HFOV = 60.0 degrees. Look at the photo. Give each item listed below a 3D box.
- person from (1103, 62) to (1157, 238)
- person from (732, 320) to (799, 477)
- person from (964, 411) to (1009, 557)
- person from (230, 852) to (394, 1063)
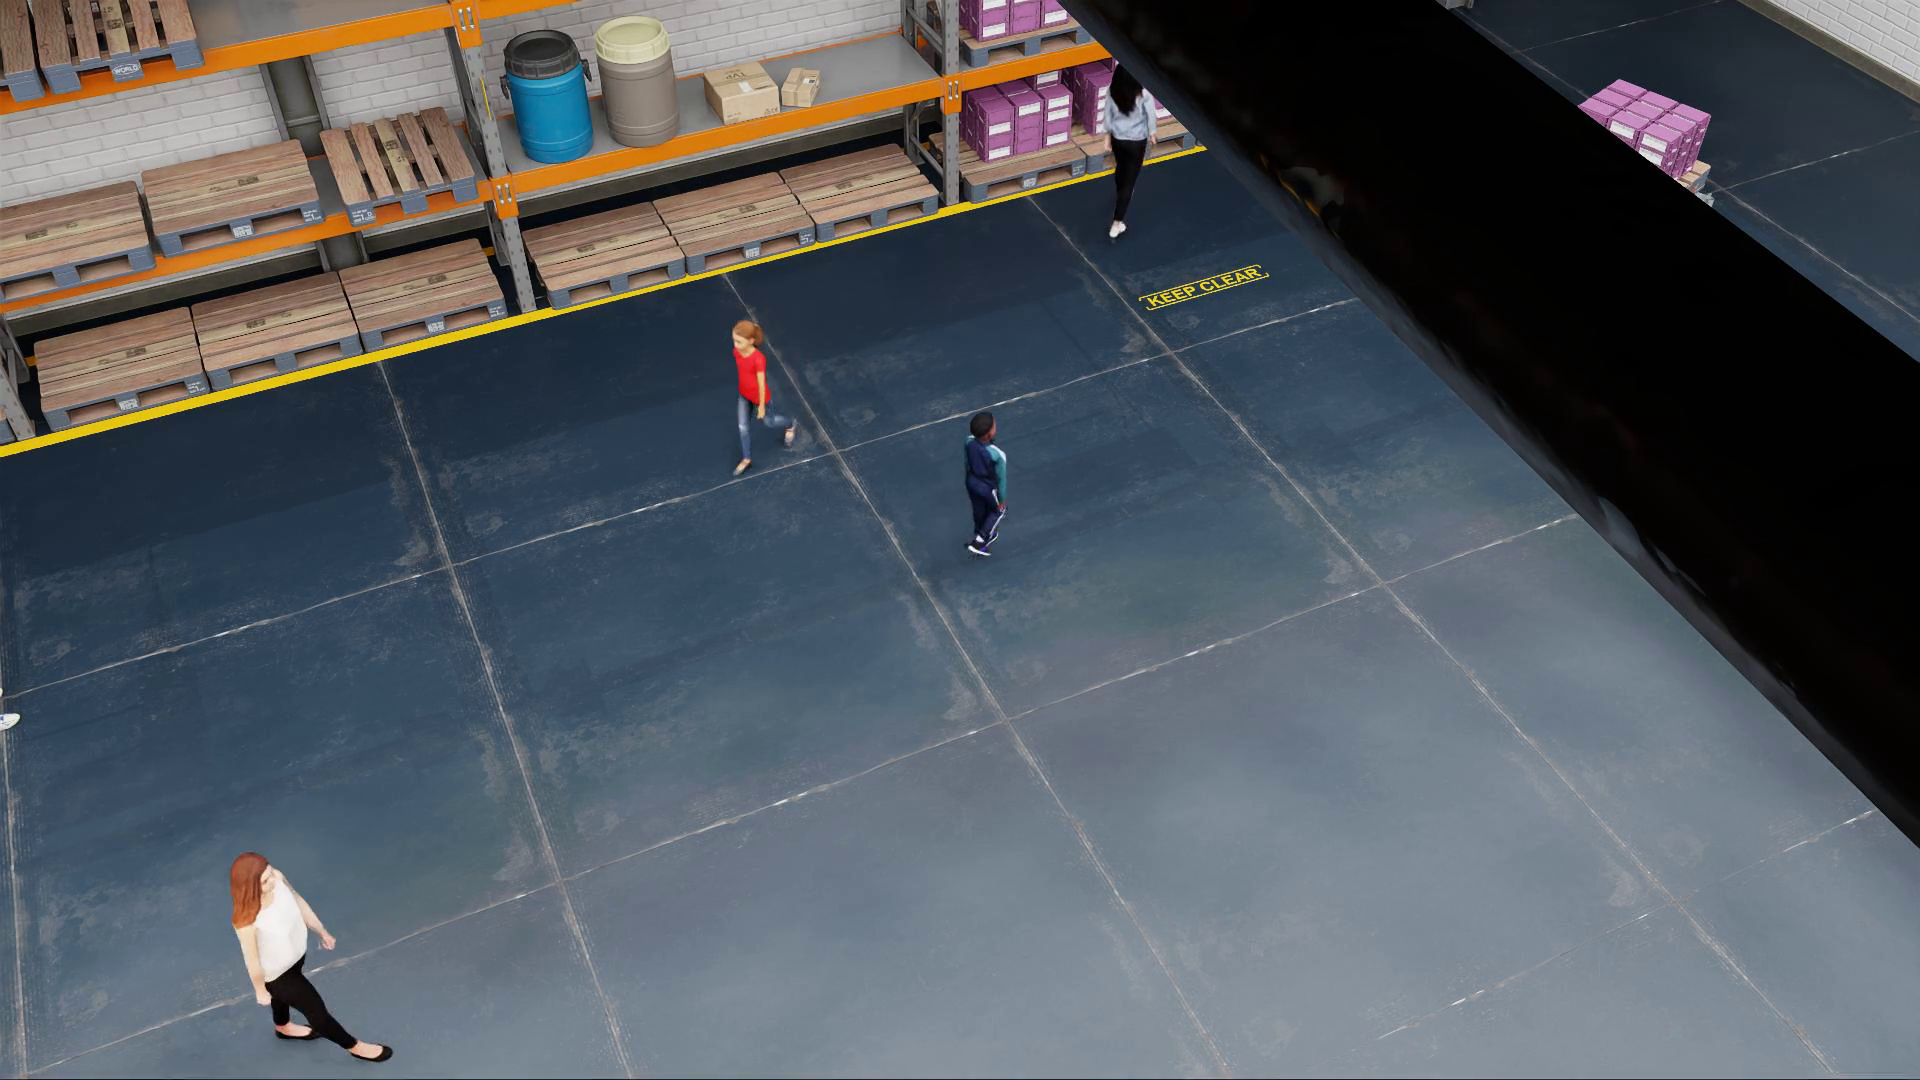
[{"bbox_3d":[1.473,-3.456,14.616,0.970,1.678,1.084,18,47,18],"label":"person"},{"bbox_3d":[-1.479,-1.103,12.434,0.755,1.280,0.943,26,49,25],"label":"person"},{"bbox_3d":[0.143,-0.368,11.683,0.624,1.252,0.691,31,52,28],"label":"person"},{"bbox_3d":[-3.634,2.186,8.685,1.050,1.689,0.889,3,44,3],"label":"person"}]
